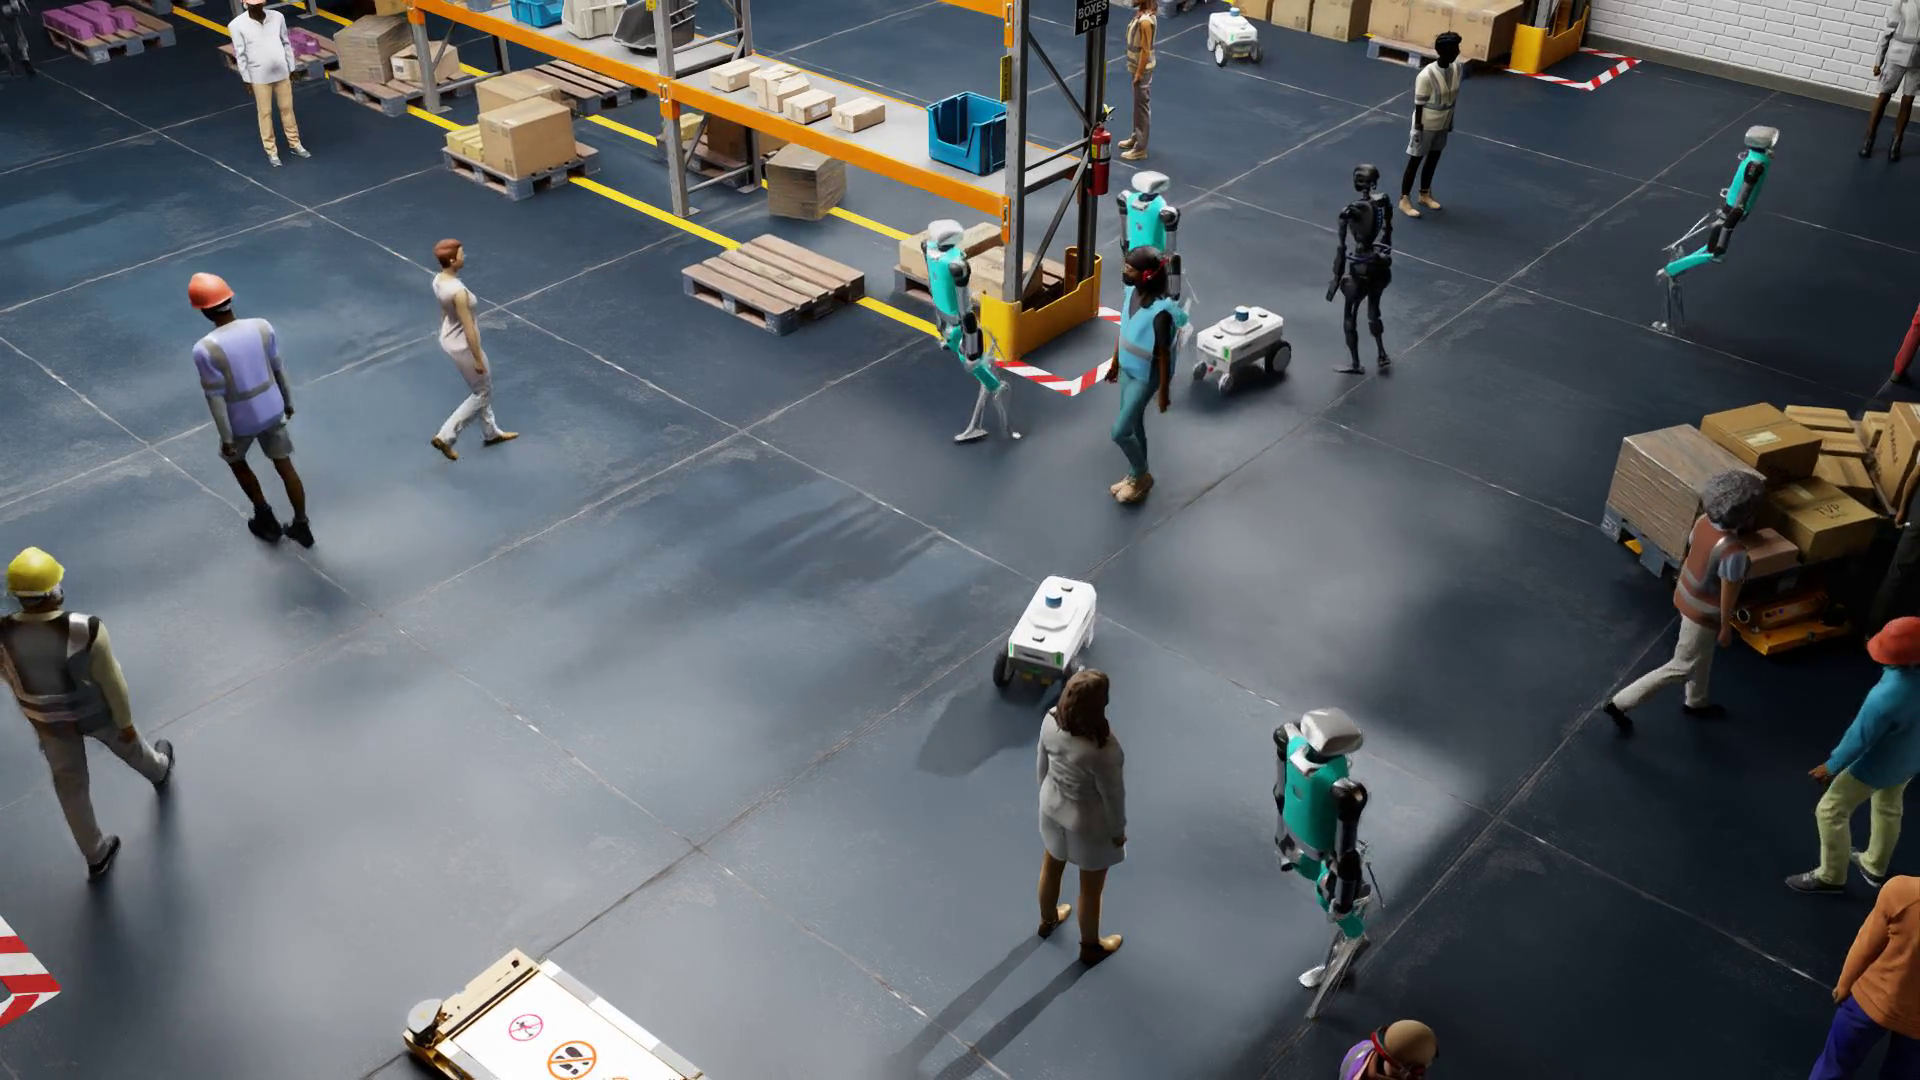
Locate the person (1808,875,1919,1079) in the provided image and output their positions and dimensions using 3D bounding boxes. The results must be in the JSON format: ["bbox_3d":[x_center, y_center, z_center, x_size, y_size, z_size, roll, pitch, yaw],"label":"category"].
[{"bbox_3d":[3.785,1.847,6.643,0.518,1.972,0.404,19,39,25],"label":"person"}]

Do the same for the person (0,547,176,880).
[{"bbox_3d":[-4.421,0.774,8.353,0.592,1.787,0.913,-6,35,-8],"label":"person"}]

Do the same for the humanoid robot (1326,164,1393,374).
[{"bbox_3d":[3.067,-2.019,12.502,0.605,1.644,0.427,-21,40,-28],"label":"humanoid robot"}]

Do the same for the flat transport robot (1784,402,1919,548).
[{"bbox_3d":[5.925,-0.237,11.154,1.431,0.231,0.659,6,35,8],"label":"flat transport robot"}]

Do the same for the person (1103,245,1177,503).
[{"bbox_3d":[1.152,-1.065,10.962,0.510,1.844,0.561,-14,37,-19],"label":"person"}]

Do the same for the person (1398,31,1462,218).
[{"bbox_3d":[4.260,-3.754,14.998,0.535,1.691,0.319,-23,41,-29],"label":"person"}]

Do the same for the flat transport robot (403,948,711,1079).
[{"bbox_3d":[-1.775,2.351,7.404,1.431,0.231,0.659,24,41,31],"label":"flat transport robot"}]

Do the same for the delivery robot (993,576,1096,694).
[{"bbox_3d":[0.539,0.556,9.753,0.499,0.595,0.797,13,37,17],"label":"delivery robot"}]

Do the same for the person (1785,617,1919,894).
[{"bbox_3d":[4.455,1.046,8.031,0.619,1.709,0.340,-18,39,-25],"label":"person"}]

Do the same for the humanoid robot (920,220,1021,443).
[{"bbox_3d":[0.137,-1.391,11.623,0.799,1.872,0.533,-17,38,-23],"label":"humanoid robot"}]

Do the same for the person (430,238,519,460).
[{"bbox_3d":[-3.463,-1.303,11.492,0.582,1.640,0.442,-23,41,-29],"label":"person"}]

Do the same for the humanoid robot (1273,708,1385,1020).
[{"bbox_3d":[1.744,1.430,7.469,0.749,1.807,0.535,-16,38,-22],"label":"humanoid robot"}]

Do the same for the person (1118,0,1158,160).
[{"bbox_3d":[1.738,-4.582,16.120,0.305,1.778,0.462,1,35,1],"label":"person"}]

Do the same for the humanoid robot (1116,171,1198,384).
[{"bbox_3d":[1.512,-1.930,12.316,0.720,1.785,0.532,-29,44,-35],"label":"humanoid robot"}]

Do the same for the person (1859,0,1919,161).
[{"bbox_3d":[9.146,-4.628,16.065,0.547,1.924,0.385,14,37,19],"label":"person"}]

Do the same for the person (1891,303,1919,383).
[{"bbox_3d":[7.376,-1.926,12.293,0.348,1.759,0.521,-28,43,-34],"label":"person"}]

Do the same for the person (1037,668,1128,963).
[{"bbox_3d":[0.571,1.270,7.743,0.485,1.659,0.342,29,44,35],"label":"person"}]

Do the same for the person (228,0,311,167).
[{"bbox_3d":[-6.646,-4.503,16.027,0.564,1.750,0.340,-30,44,-36],"label":"person"}]

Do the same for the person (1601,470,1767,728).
[{"bbox_3d":[4.005,0.357,9.060,0.756,1.661,0.439,1,35,1],"label":"person"}]

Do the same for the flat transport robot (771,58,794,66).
[{"bbox_3d":[-2.502,-5.160,18.287,1.431,0.231,0.659,24,41,30],"label":"flat transport robot"}]

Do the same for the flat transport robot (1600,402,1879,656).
[{"bbox_3d":[4.865,0.189,10.537,0.659,0.231,1.431,-12,36,-17],"label":"flat transport robot"}]

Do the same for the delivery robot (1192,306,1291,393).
[{"bbox_3d":[2.148,-1.502,12.742,0.801,0.602,0.499,-27,43,-33],"label":"delivery robot"}]

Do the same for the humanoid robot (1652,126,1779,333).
[{"bbox_3d":[5.781,-2.390,13.017,0.790,1.804,0.536,15,37,20],"label":"humanoid robot"}]

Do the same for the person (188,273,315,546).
[{"bbox_3d":[-4.525,-0.824,10.560,0.665,1.907,0.582,23,41,30],"label":"person"}]

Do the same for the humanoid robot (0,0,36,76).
[{"bbox_3d":[-10.464,-5.832,18.025,0.592,1.647,0.548,-17,38,-23],"label":"humanoid robot"}]

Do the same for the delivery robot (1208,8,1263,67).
[{"bbox_3d":[3.096,-5.687,18.815,0.499,0.614,0.791,-8,35,-12],"label":"delivery robot"}]

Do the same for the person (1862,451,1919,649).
[{"bbox_3d":[5.663,-0.096,9.574,0.519,1.838,0.353,30,44,36],"label":"person"}]

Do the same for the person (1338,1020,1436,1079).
[{"bbox_3d":[1.507,2.359,6.145,0.348,1.687,0.494,-8,35,-12],"label":"person"}]
